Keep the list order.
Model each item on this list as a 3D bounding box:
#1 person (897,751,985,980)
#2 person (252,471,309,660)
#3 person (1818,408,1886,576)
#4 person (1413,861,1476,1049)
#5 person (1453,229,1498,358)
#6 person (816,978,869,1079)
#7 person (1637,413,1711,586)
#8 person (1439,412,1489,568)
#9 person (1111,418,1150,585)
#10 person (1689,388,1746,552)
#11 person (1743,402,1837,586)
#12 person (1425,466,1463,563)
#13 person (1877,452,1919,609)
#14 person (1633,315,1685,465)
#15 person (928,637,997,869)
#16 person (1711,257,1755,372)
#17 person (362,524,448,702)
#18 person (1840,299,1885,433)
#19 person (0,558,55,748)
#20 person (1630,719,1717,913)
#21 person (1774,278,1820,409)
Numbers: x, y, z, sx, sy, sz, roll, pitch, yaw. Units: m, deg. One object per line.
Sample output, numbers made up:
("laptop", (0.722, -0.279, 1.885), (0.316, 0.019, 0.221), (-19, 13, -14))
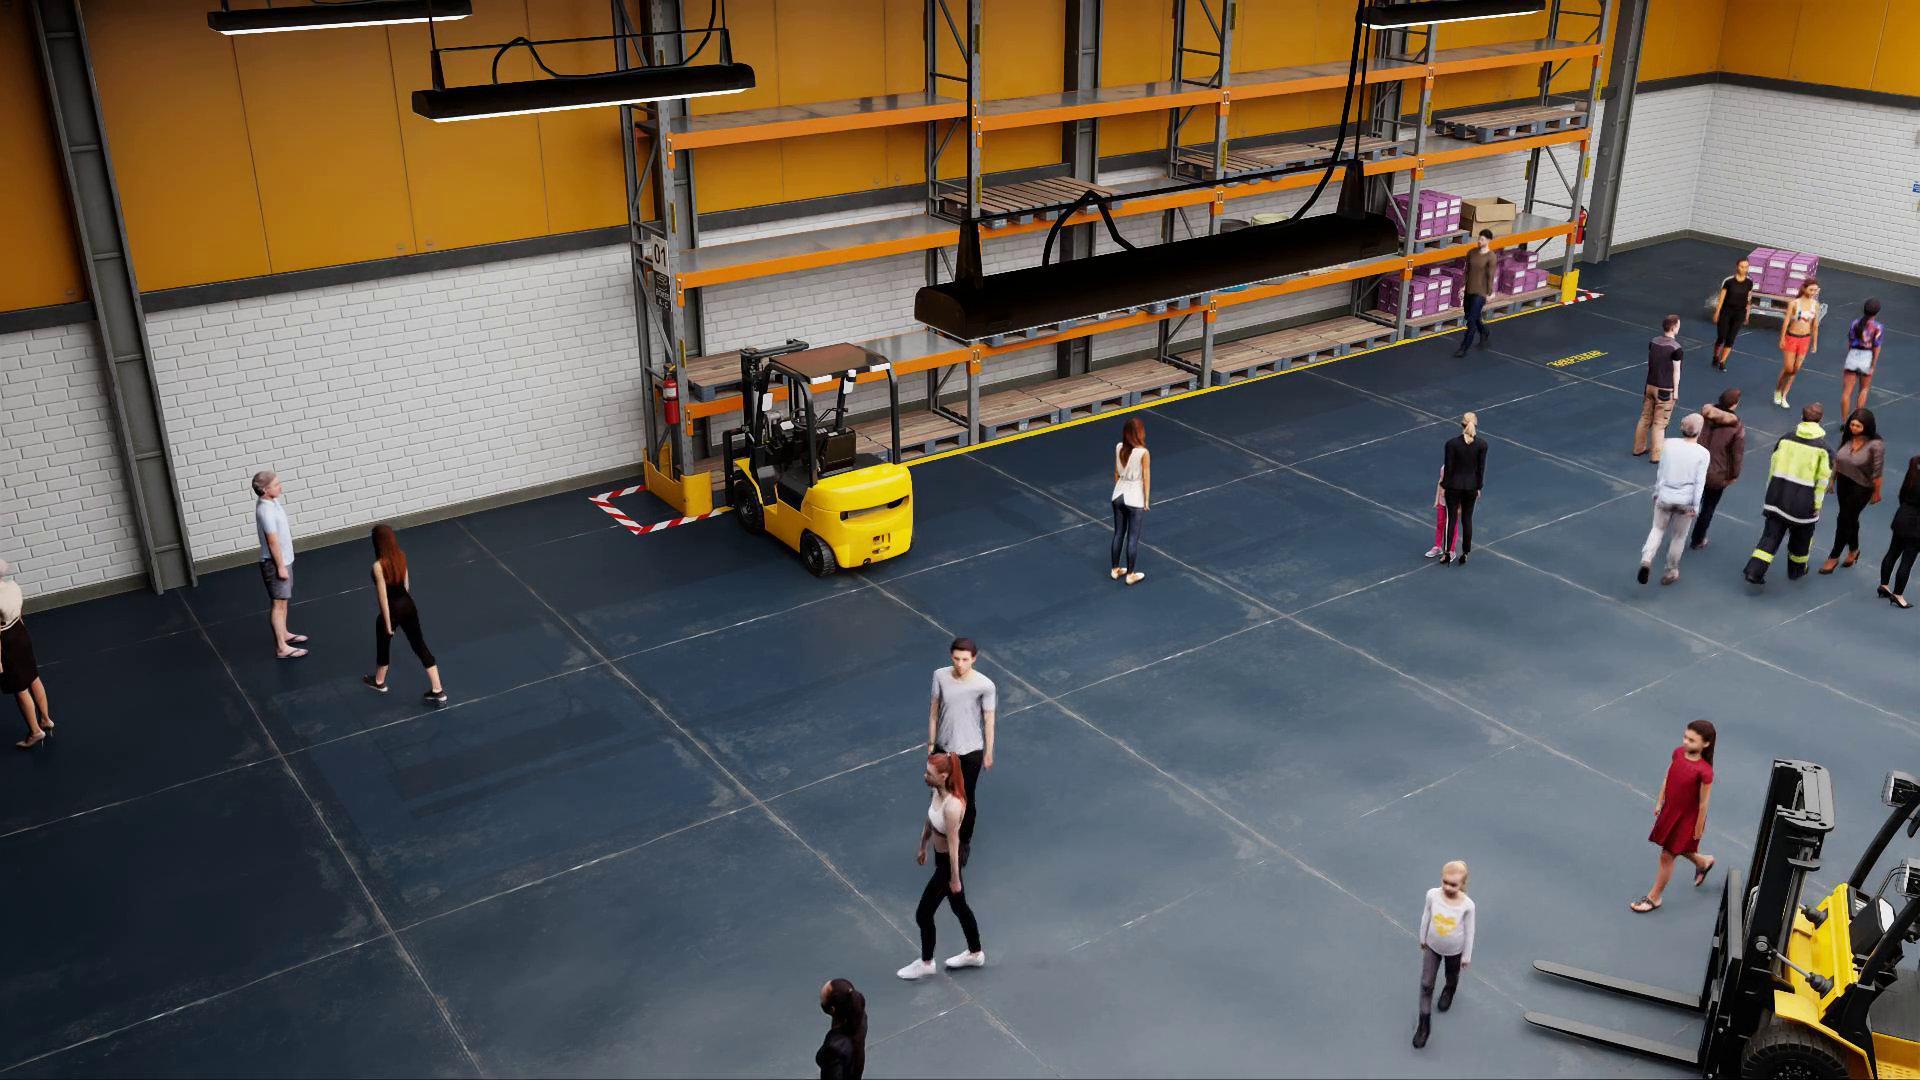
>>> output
("person", (0.008, 2.198, 11.275), (0.958, 1.720, 0.807), (-4, 24, -10))
("person", (-6.460, 0.208, 15.693), (0.669, 1.829, 0.707), (-6, 24, -13))
("person", (9.436, -0.527, 17.415), (0.965, 1.797, 0.782), (-11, 26, -23))
("person", (3.187, 2.626, 10.868), (0.769, 1.263, 0.971), (12, 26, 25))
("person", (7.636, -3.646, 24.469), (1.106, 1.861, 0.644), (-16, 29, -33))
("person", (-0.645, 3.122, 9.172), (0.705, 1.712, 0.619), (7, 25, 15))
("person", (7.262, -0.372, 16.957), (0.796, 1.880, 1.053), (21, 31, 39))
("person", (5.284, -0.531, 17.537), (0.660, 1.706, 0.743), (2, 24, 4))
("person", (1.733, -0.413, 17.170), (0.632, 1.784, 0.609), (18, 29, 35))
("person", (8.002, -0.727, 17.830), (0.716, 1.831, 0.745), (-17, 29, -33))
("person", (8.459, -0.404, 16.968), (1.249, 1.930, 0.824), (-17, 29, -34))
("person", (5.248, -0.406, 17.790), (0.522, 1.275, 0.548), (22, 32, 40))
("person", (9.539, -0.142, 16.704), (0.710, 1.660, 0.686), (-1, 24, -1))
("person", (8.610, -1.880, 20.453), (0.680, 1.842, 0.738), (-8, 25, -18))
("person", (0.028, 1.547, 12.607), (0.933, 1.848, 1.028), (9, 25, 19))
("person", (11.024, -3.251, 23.822), (0.695, 1.655, 0.763), (3, 24, 7))
("person", (-4.922, 0.696, 14.765), (1.003, 1.679, 1.163), (12, 26, 26))
("person", (11.527, -2.227, 21.389), (0.672, 1.728, 0.754), (20, 31, 38))
("person", (-8.026, 0.935, 14.128), (0.713, 1.751, 0.681), (1, 24, 2))
("person", (5.280, 1.965, 12.042), (1.020, 1.534, 0.733), (-8, 25, -17))
("person", (11.195, -2.663, 22.327), (0.686, 1.776, 0.760), (1, 24, 1))
